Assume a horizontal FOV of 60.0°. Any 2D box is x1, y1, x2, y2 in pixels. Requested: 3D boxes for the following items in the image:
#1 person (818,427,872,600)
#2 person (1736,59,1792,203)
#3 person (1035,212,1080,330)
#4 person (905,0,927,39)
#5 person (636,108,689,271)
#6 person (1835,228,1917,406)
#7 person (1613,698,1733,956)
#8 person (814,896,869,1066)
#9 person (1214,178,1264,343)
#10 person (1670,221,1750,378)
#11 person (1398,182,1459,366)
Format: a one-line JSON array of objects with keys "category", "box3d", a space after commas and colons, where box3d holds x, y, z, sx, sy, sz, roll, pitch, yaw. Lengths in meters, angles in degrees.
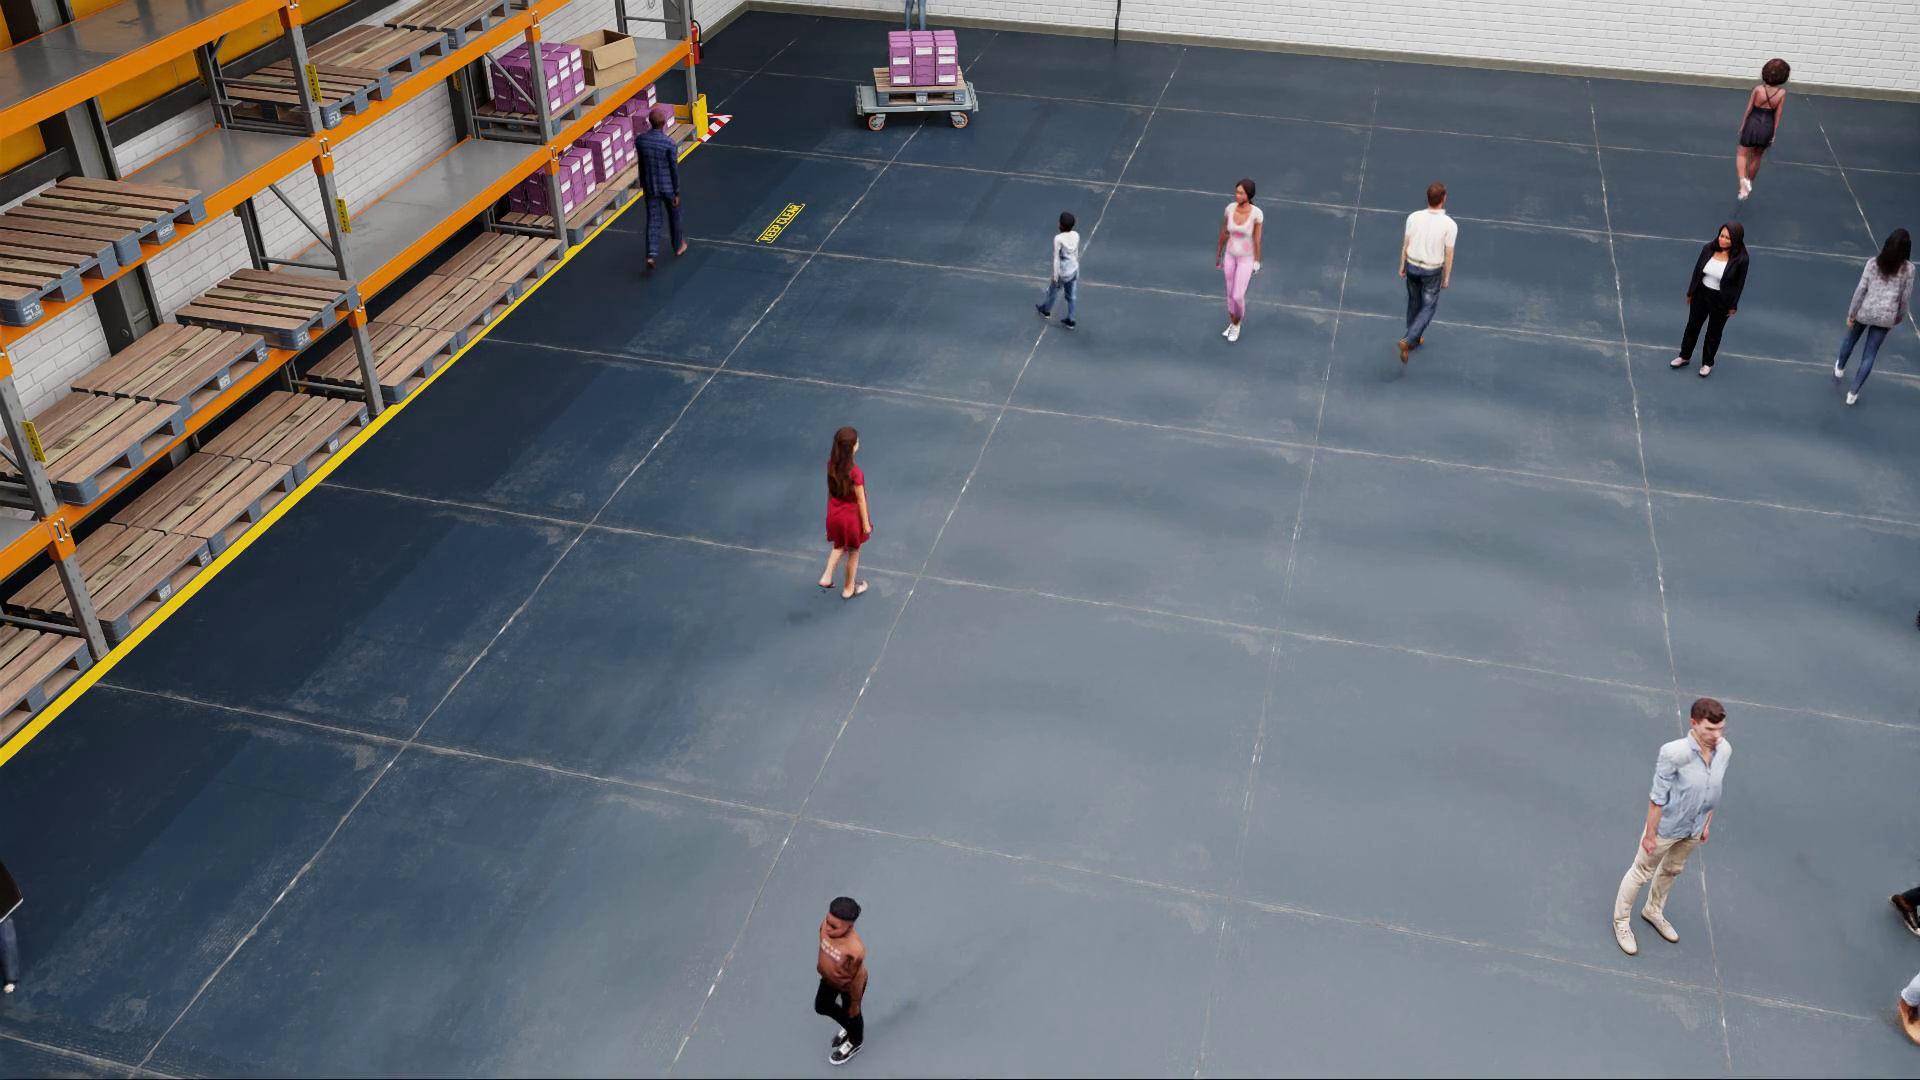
[{"category": "person", "box3d": [-0.952, -0.168, 13.151, 0.732, 1.542, 0.836, 28, 43, 35]}, {"category": "person", "box3d": [9.601, -4.871, 20.022, 0.555, 1.769, 0.910, 9, 35, 13]}, {"category": "person", "box3d": [1.129, -2.792, 17.373, 0.789, 1.238, 0.840, -19, 38, -26]}, {"category": "person", "box3d": [-0.694, -8.629, 25.631, 0.704, 1.818, 0.589, 14, 36, 20]}, {"category": "person", "box3d": [-3.367, -3.888, 18.522, 0.768, 1.792, 1.168, 3, 34, 5]}, {"category": "person", "box3d": [8.751, -2.106, 15.923, 0.817, 1.702, 1.078, 19, 38, 26]}, {"category": "person", "box3d": [4.328, 1.700, 10.064, 0.733, 1.848, 0.743, -10, 35, -15]}, {"category": "person", "box3d": [-0.611, 2.466, 9.453, 0.649, 1.250, 0.617, -26, 41, -33]}, {"category": "person", "box3d": [2.907, -2.895, 17.087, 0.698, 1.727, 0.742, 22, 39, 29]}, {"category": "person", "box3d": [7.458, -2.401, 16.445, 0.757, 1.615, 0.769, 25, 41, 33]}, {"category": "person", "box3d": [4.594, -2.635, 16.600, 0.898, 1.834, 1.159, 20, 39, 28]}]
